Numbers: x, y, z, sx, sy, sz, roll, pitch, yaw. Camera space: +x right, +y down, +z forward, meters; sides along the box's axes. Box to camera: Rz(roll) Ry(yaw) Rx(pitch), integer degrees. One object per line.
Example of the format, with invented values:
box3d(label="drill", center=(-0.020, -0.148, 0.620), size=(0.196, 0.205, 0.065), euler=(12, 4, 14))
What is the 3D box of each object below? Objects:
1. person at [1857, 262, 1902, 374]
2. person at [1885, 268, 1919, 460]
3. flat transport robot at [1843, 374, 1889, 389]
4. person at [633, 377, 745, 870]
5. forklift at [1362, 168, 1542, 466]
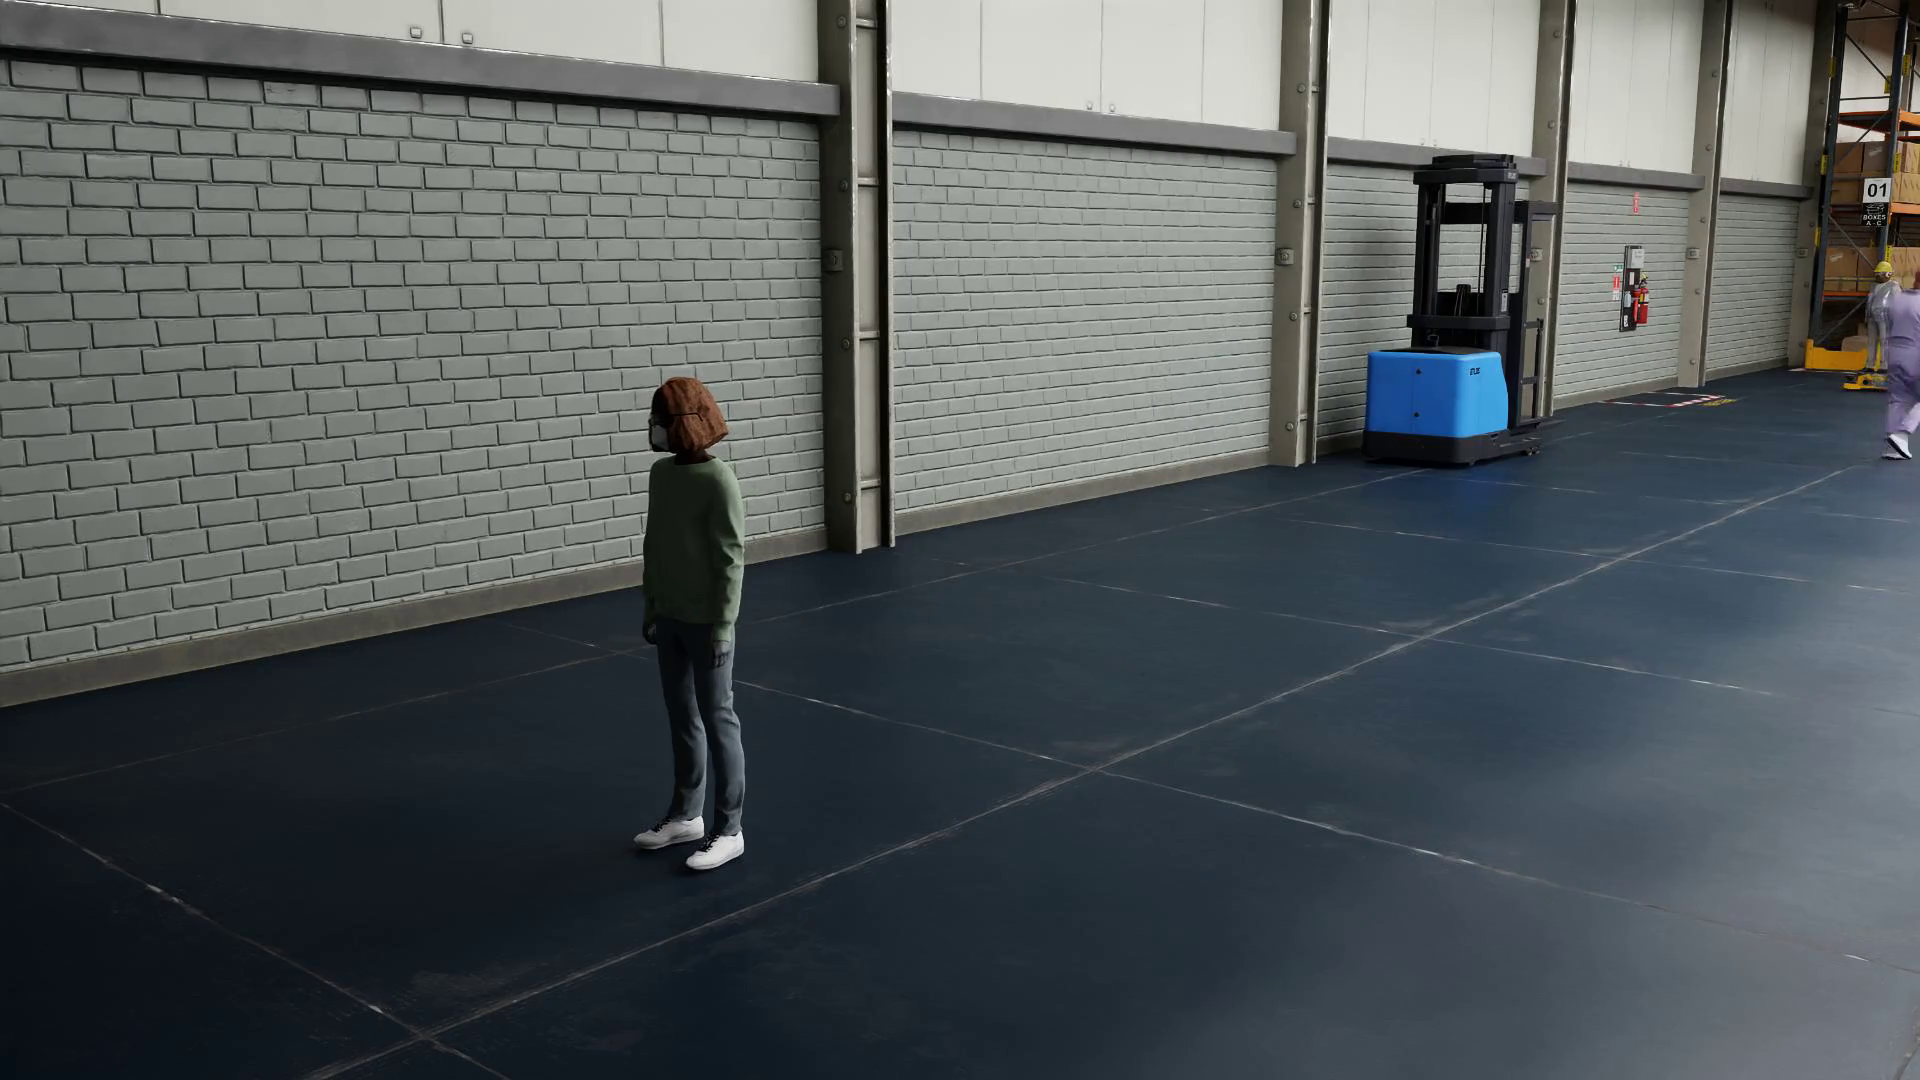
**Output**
box3d(label="person", center=(14.932, -3.594, 27.011), size=(0.404, 1.831, 0.600), euler=(-3, 10, -17))
box3d(label="person", center=(9.237, -1.704, 16.117), size=(0.428, 1.888, 0.662), euler=(-3, 10, -16))
box3d(label="flat transport robot", center=(13.633, -2.266, 24.016), size=(1.431, 0.197, 0.652), euler=(8, 13, 40))
box3d(label="person", center=(-0.905, 0.272, 5.569), size=(0.282, 1.633, 0.500), euler=(-9, 14, -42))
box3d(label="forklift", center=(4.875, -2.212, 16.287), size=(1.129, 2.768, 1.873), euler=(8, 13, 40))
